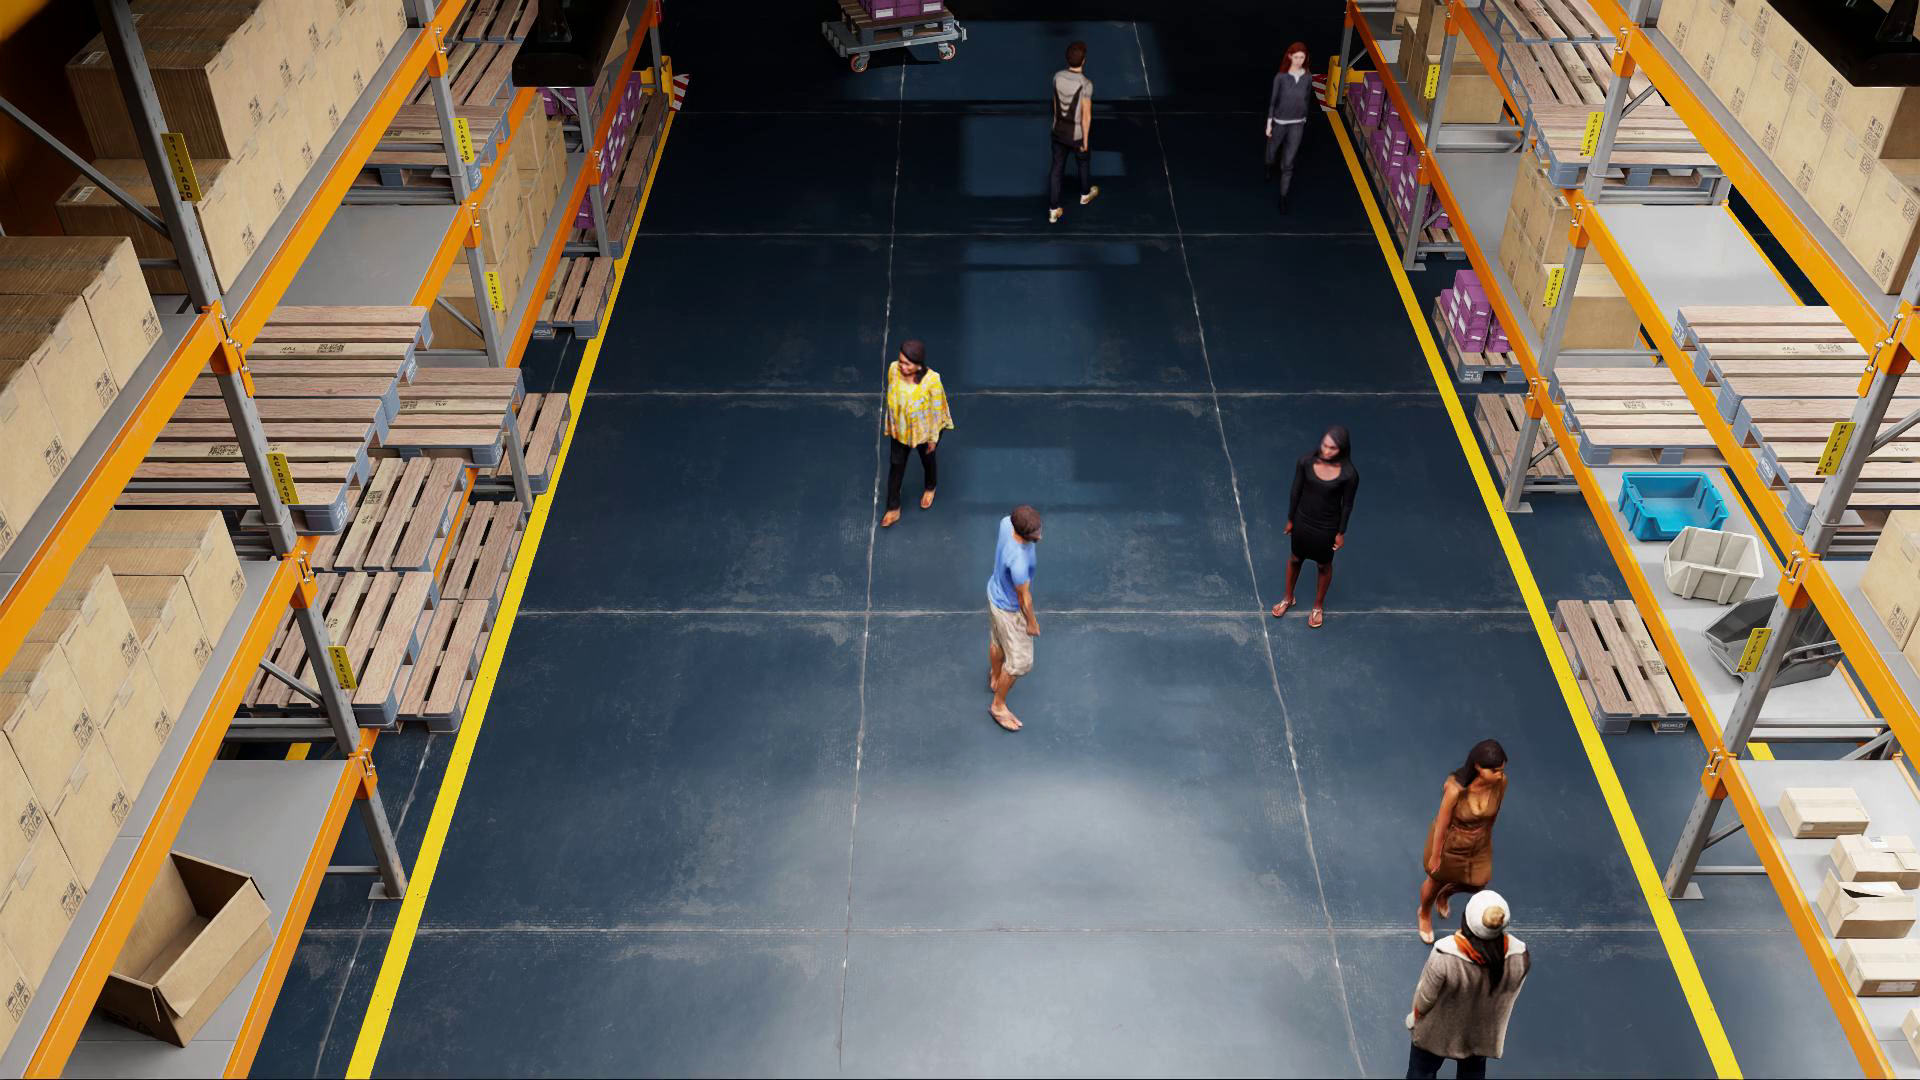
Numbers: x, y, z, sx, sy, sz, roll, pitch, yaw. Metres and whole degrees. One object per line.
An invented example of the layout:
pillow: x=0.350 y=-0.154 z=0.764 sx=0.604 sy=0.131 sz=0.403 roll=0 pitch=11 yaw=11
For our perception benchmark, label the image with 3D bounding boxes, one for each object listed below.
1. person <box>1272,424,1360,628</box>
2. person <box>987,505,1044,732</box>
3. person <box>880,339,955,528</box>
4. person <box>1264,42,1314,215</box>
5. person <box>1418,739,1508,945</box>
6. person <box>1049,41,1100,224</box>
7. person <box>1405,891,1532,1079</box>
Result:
person: x=2.609 y=-0.119 z=12.125 sx=0.684 sy=1.722 sz=0.671 roll=18 pitch=42 yaw=21
person: x=0.312 y=0.396 z=11.398 sx=0.967 sy=1.824 sz=0.614 roll=-17 pitch=42 yaw=-20
person: x=-0.305 y=-0.916 z=13.196 sx=0.894 sy=1.630 sz=1.020 roll=14 pitch=41 yaw=17
person: x=3.400 y=-4.370 z=17.418 sx=0.599 sy=1.759 sz=1.037 roll=0 pitch=39 yaw=0
person: x=2.909 y=1.734 z=9.844 sx=0.645 sy=1.673 sz=0.689 roll=-7 pitch=39 yaw=-8
person: x=1.085 y=-4.134 z=17.042 sx=0.968 sy=1.859 sz=1.147 roll=17 pitch=42 yaw=21
person: x=2.630 y=2.486 z=8.728 sx=0.677 sy=1.890 sz=0.645 roll=-1 pitch=39 yaw=-1
